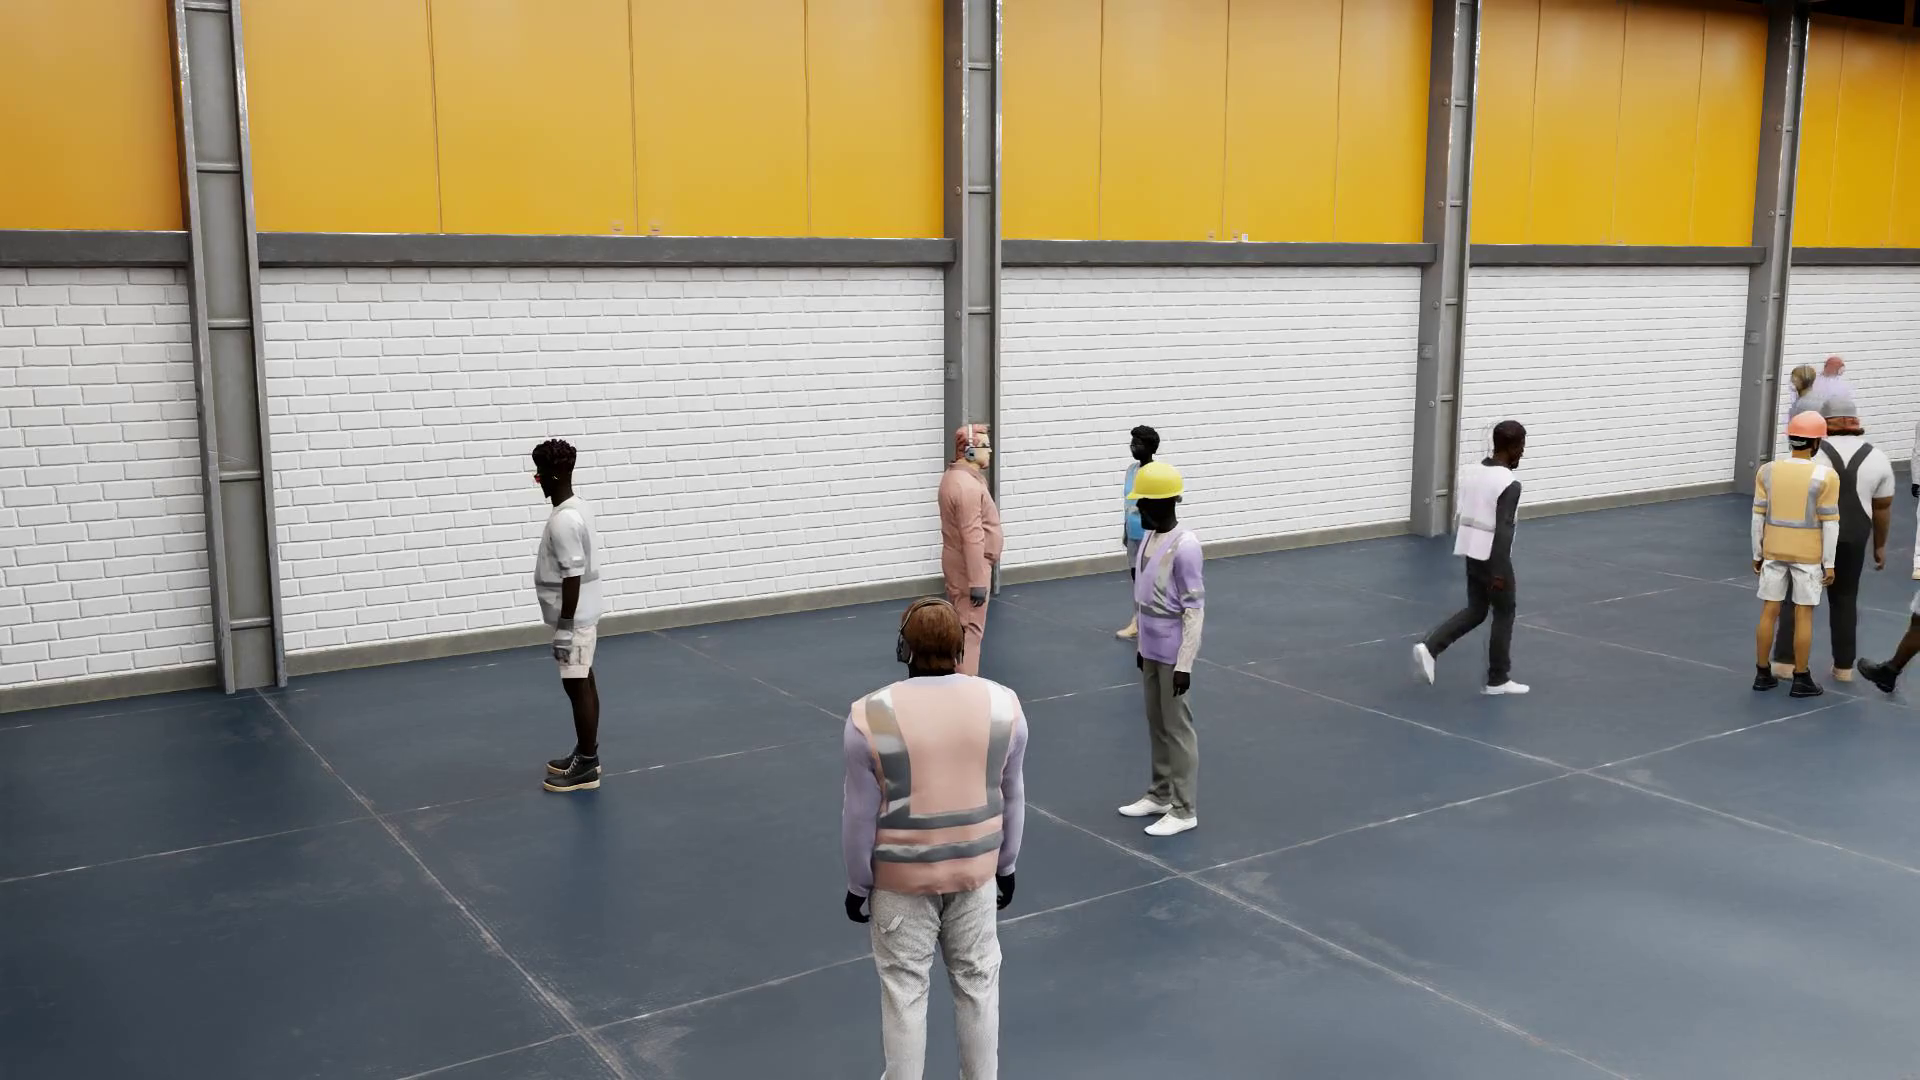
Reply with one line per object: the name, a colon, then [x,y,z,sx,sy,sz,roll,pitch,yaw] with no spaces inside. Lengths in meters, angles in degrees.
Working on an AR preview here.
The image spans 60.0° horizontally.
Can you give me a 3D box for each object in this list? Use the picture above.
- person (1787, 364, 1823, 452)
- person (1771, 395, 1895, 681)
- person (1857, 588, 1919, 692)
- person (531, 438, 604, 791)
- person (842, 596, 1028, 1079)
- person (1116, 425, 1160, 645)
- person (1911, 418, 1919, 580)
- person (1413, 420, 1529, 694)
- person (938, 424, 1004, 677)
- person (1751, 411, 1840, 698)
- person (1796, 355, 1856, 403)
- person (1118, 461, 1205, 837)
person: [8.590,-0.816,16.813,0.638,1.923,0.634,4,10,24]
person: [6.056,-0.019,11.623,0.790,2.000,0.600,2,10,10]
person: [6.457,0.179,10.907,0.555,1.866,1.031,-3,10,-17]
person: [-2.175,0.413,9.254,0.374,1.962,0.608,-1,9,-5]
person: [-0.093,1.096,5.508,0.626,1.844,0.429,-3,10,-19]
person: [1.419,-0.037,12.766,0.317,1.695,0.540,-5,11,-27]
person: [9.090,-0.530,15.296,0.626,1.846,0.429,4,10,25]
person: [3.497,0.127,11.204,0.713,1.888,0.582,-2,10,-14]
person: [0.077,0.210,10.649,0.408,1.908,0.643,-2,10,-11]
person: [5.656,0.092,11.261,0.362,1.935,0.553,-8,12,-40]
person: [10.088,-1.232,19.515,0.666,1.853,0.876,7,12,38]
person: [1.039,0.553,8.525,0.382,1.923,0.591,-3,10,-15]
